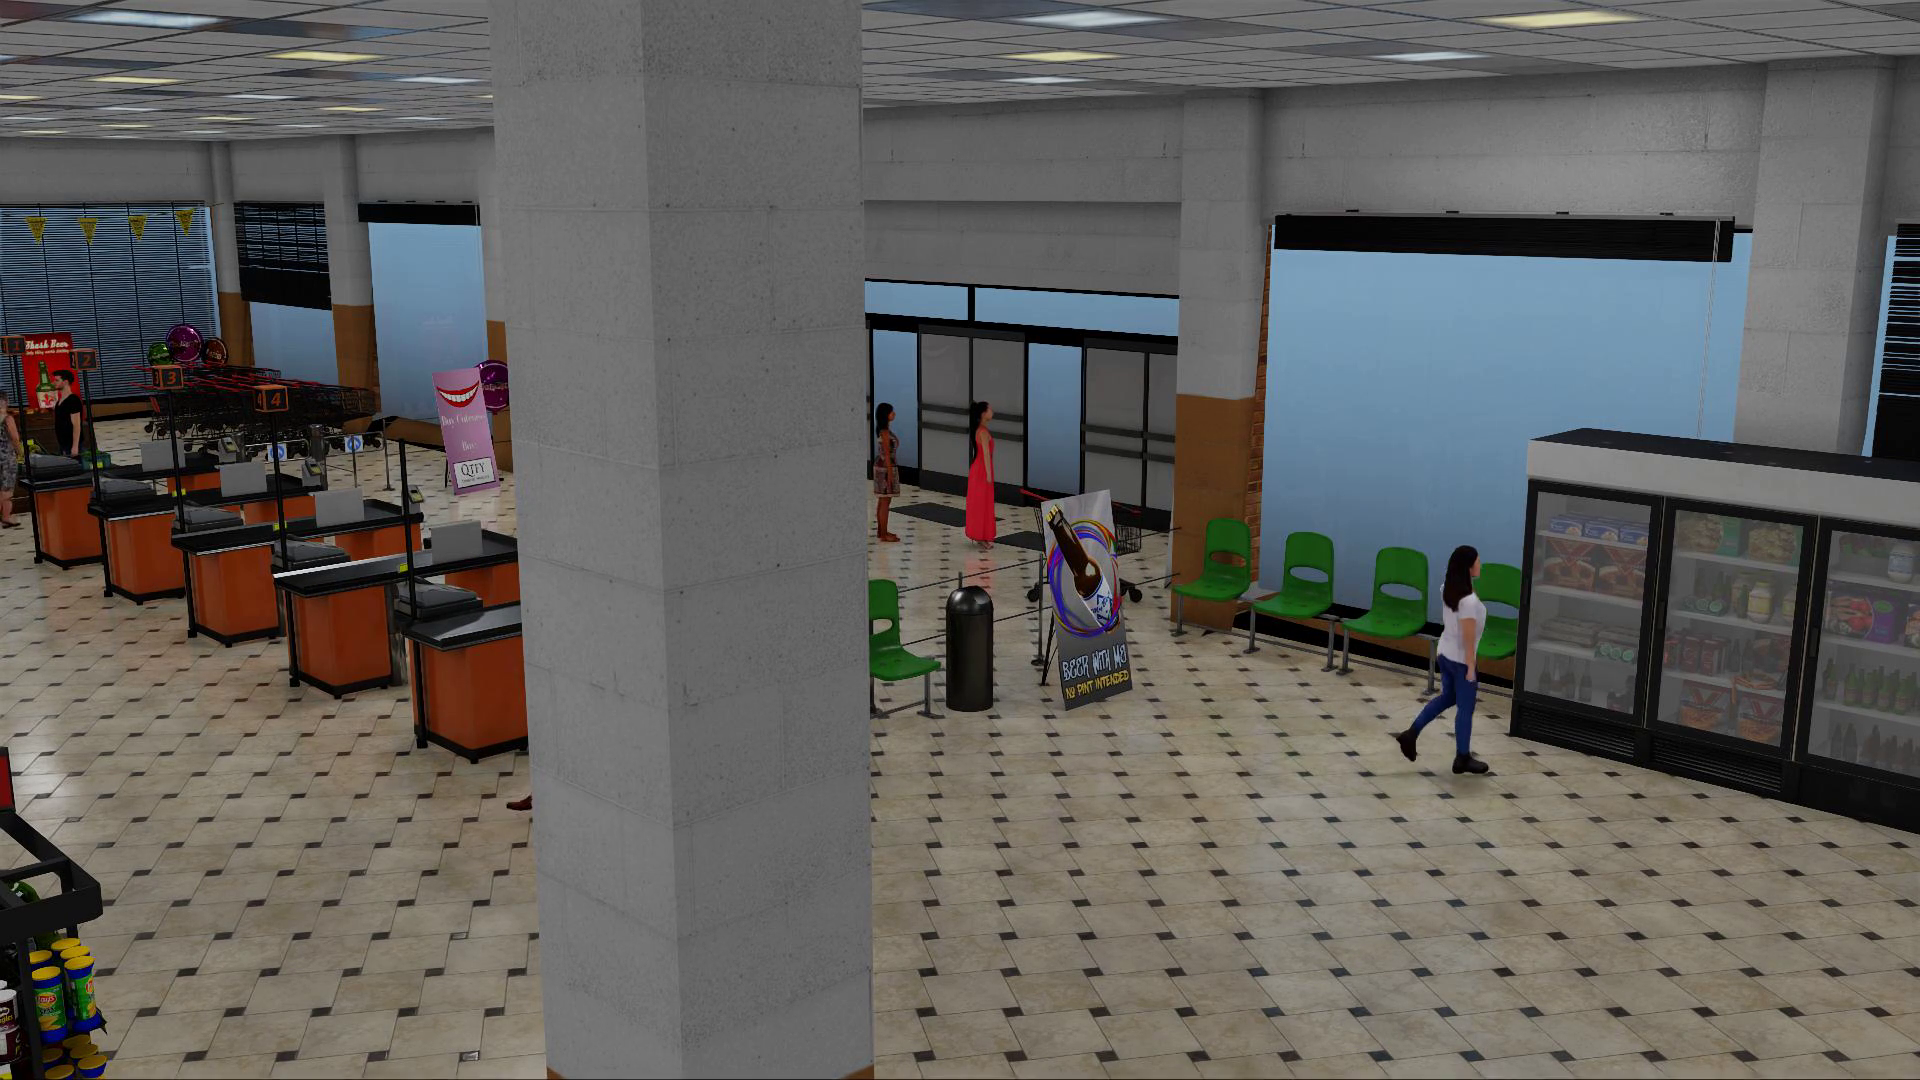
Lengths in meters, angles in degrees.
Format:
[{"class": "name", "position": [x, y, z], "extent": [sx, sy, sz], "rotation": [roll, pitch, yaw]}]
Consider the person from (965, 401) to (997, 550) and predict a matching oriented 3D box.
[{"class": "person", "position": [0.257, -0.763, 19.386], "extent": [0.728, 1.726, 0.711], "rotation": [-3, 12, -15]}]

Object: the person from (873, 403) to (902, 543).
[{"class": "person", "position": [-0.893, -0.820, 19.854], "extent": [0.734, 1.645, 0.723], "rotation": [-2, 12, -10]}]

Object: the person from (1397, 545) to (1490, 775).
[{"class": "person", "position": [3.441, 0.874, 11.751], "extent": [1.005, 1.670, 0.890], "rotation": [-2, 12, -10]}]

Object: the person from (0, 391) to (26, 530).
[{"class": "person", "position": [-11.824, -0.963, 20.431], "extent": [0.671, 1.687, 0.698], "rotation": [4, 13, 19]}]

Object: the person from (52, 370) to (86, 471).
[{"class": "person", "position": [-11.303, -1.227, 21.176], "extent": [0.548, 1.896, 0.655], "rotation": [-12, 17, -44]}]
